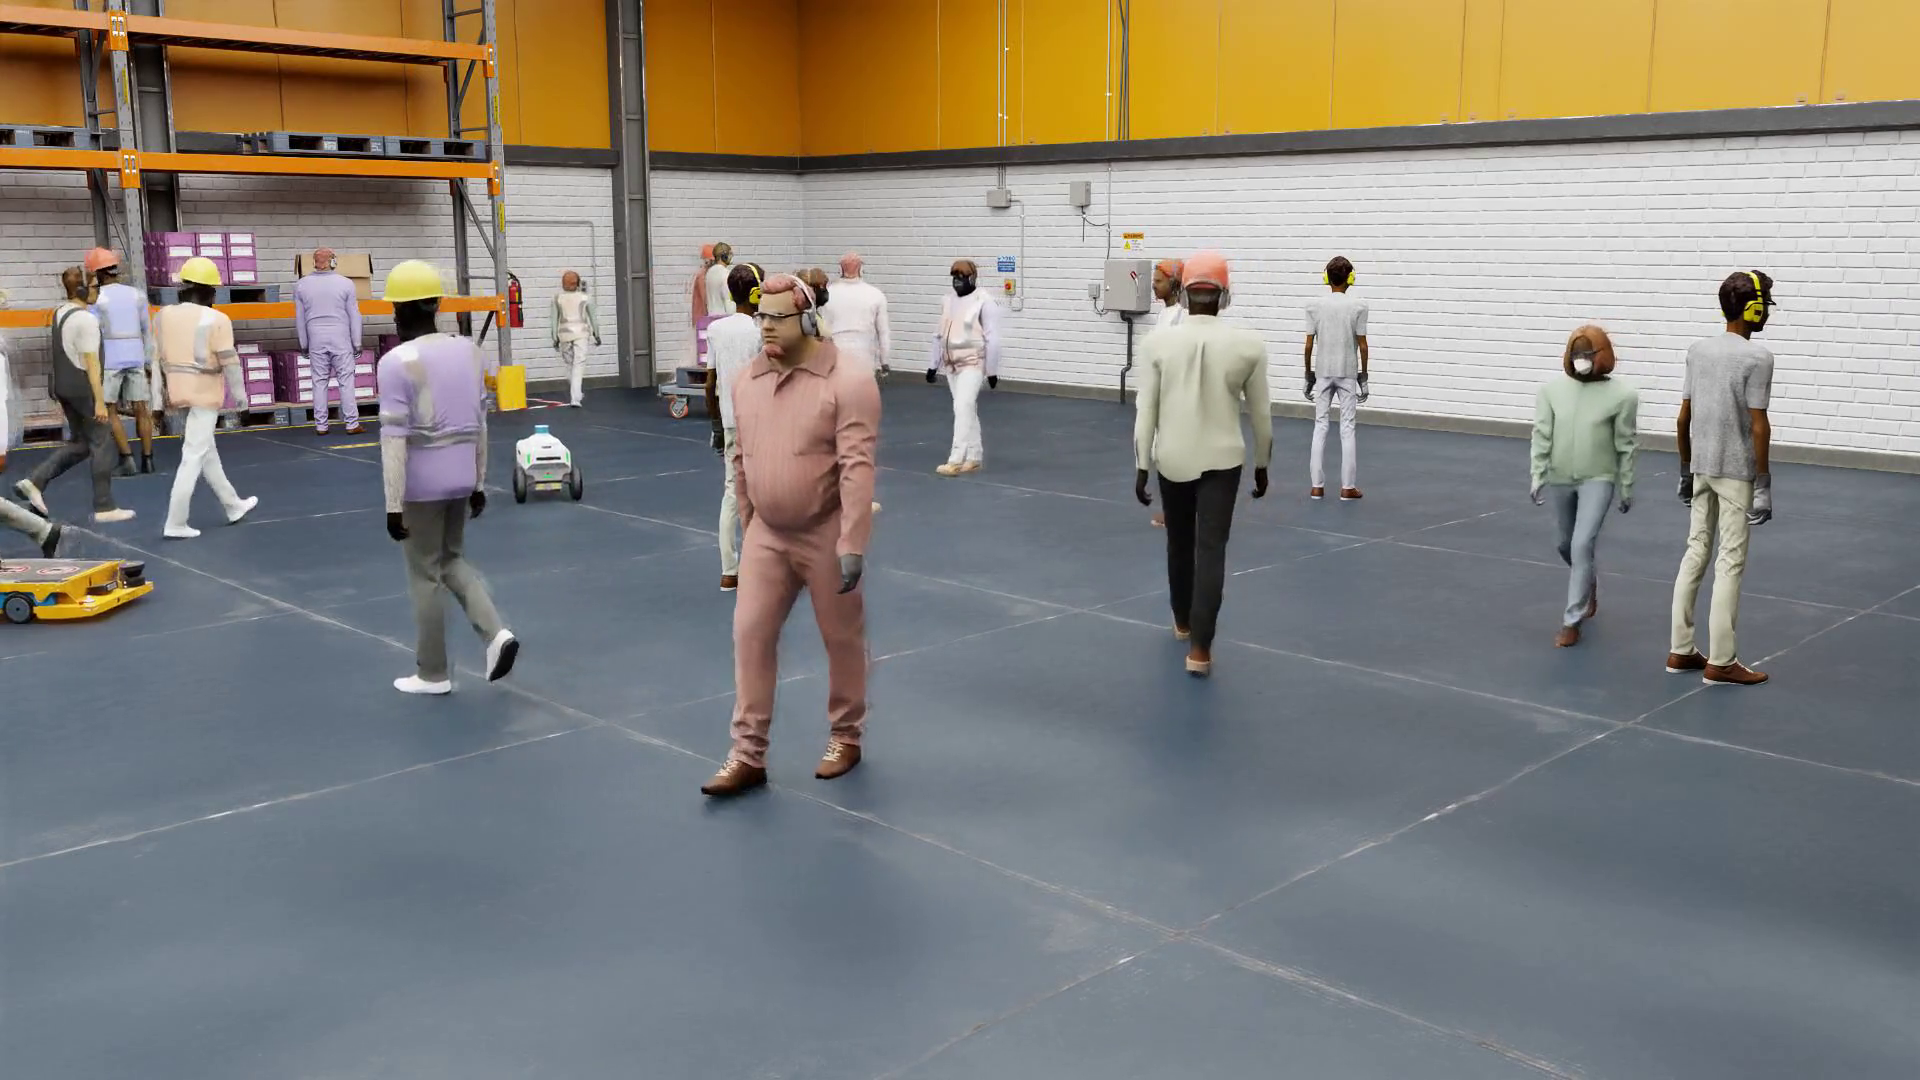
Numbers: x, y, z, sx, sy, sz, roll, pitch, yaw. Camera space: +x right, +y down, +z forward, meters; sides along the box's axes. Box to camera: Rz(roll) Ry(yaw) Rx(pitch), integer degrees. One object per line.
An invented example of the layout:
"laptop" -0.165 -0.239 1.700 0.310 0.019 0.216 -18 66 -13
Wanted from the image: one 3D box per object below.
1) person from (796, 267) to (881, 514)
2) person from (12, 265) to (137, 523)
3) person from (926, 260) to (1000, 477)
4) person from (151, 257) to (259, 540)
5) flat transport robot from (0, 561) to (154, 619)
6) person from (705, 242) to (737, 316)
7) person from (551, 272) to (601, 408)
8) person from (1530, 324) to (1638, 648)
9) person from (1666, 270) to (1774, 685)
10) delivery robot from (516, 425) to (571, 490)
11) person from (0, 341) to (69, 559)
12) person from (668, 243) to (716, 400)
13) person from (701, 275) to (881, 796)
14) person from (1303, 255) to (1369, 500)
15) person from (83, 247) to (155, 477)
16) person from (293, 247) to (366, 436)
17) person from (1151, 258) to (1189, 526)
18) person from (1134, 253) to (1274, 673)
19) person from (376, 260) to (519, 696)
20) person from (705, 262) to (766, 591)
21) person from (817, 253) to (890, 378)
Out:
"person" -1.097 -1.065 12.018 0.953 1.802 0.619 -2 11 -10
"person" -6.207 -0.992 11.572 0.517 1.827 0.679 8 13 37
"person" -0.048 -1.445 14.064 0.815 1.816 0.630 -9 14 -40
"person" -5.118 -0.964 11.273 0.616 1.864 0.999 3 11 18
"flat transport robot" -5.226 0.256 8.977 1.431 0.197 0.652 0 10 1
"person" -2.820 -2.574 19.860 0.372 1.940 0.631 -7 12 -32
"person" -4.561 -2.371 19.706 0.526 1.593 0.884 1 10 4
"person" 3.172 -0.303 8.426 0.482 1.595 0.800 8 13 38
"person" 3.475 -0.280 7.544 0.310 1.868 0.532 -4 11 -19
"delivery robot" -3.221 -0.643 12.846 0.477 0.478 0.707 -4 11 -20
"person" -5.467 -0.589 9.400 0.655 1.808 0.600 -10 14 -42
"person" -3.112 -2.662 20.405 1.061 1.931 0.642 0 10 -1
"person" -0.614 -0.002 5.998 0.668 1.872 0.846 5 11 25
"person" 2.889 -1.236 12.753 0.509 1.872 0.329 5 11 24
"person" -7.094 -1.487 14.034 0.405 1.914 0.596 7 13 34
"person" -6.369 -2.003 16.847 0.639 1.904 0.409 -1 10 -5
"person" 1.468 -0.998 11.478 0.416 1.867 0.590 -1 10 -6
"person" 1.164 -0.389 7.951 0.648 1.936 1.043 2 11 10
"person" -2.264 -0.246 7.219 0.512 1.916 0.603 5 12 25
"person" -1.195 -0.625 9.417 0.534 1.869 0.315 6 12 30
"person" -0.970 -1.672 15.138 0.652 1.872 0.950 1 10 3
